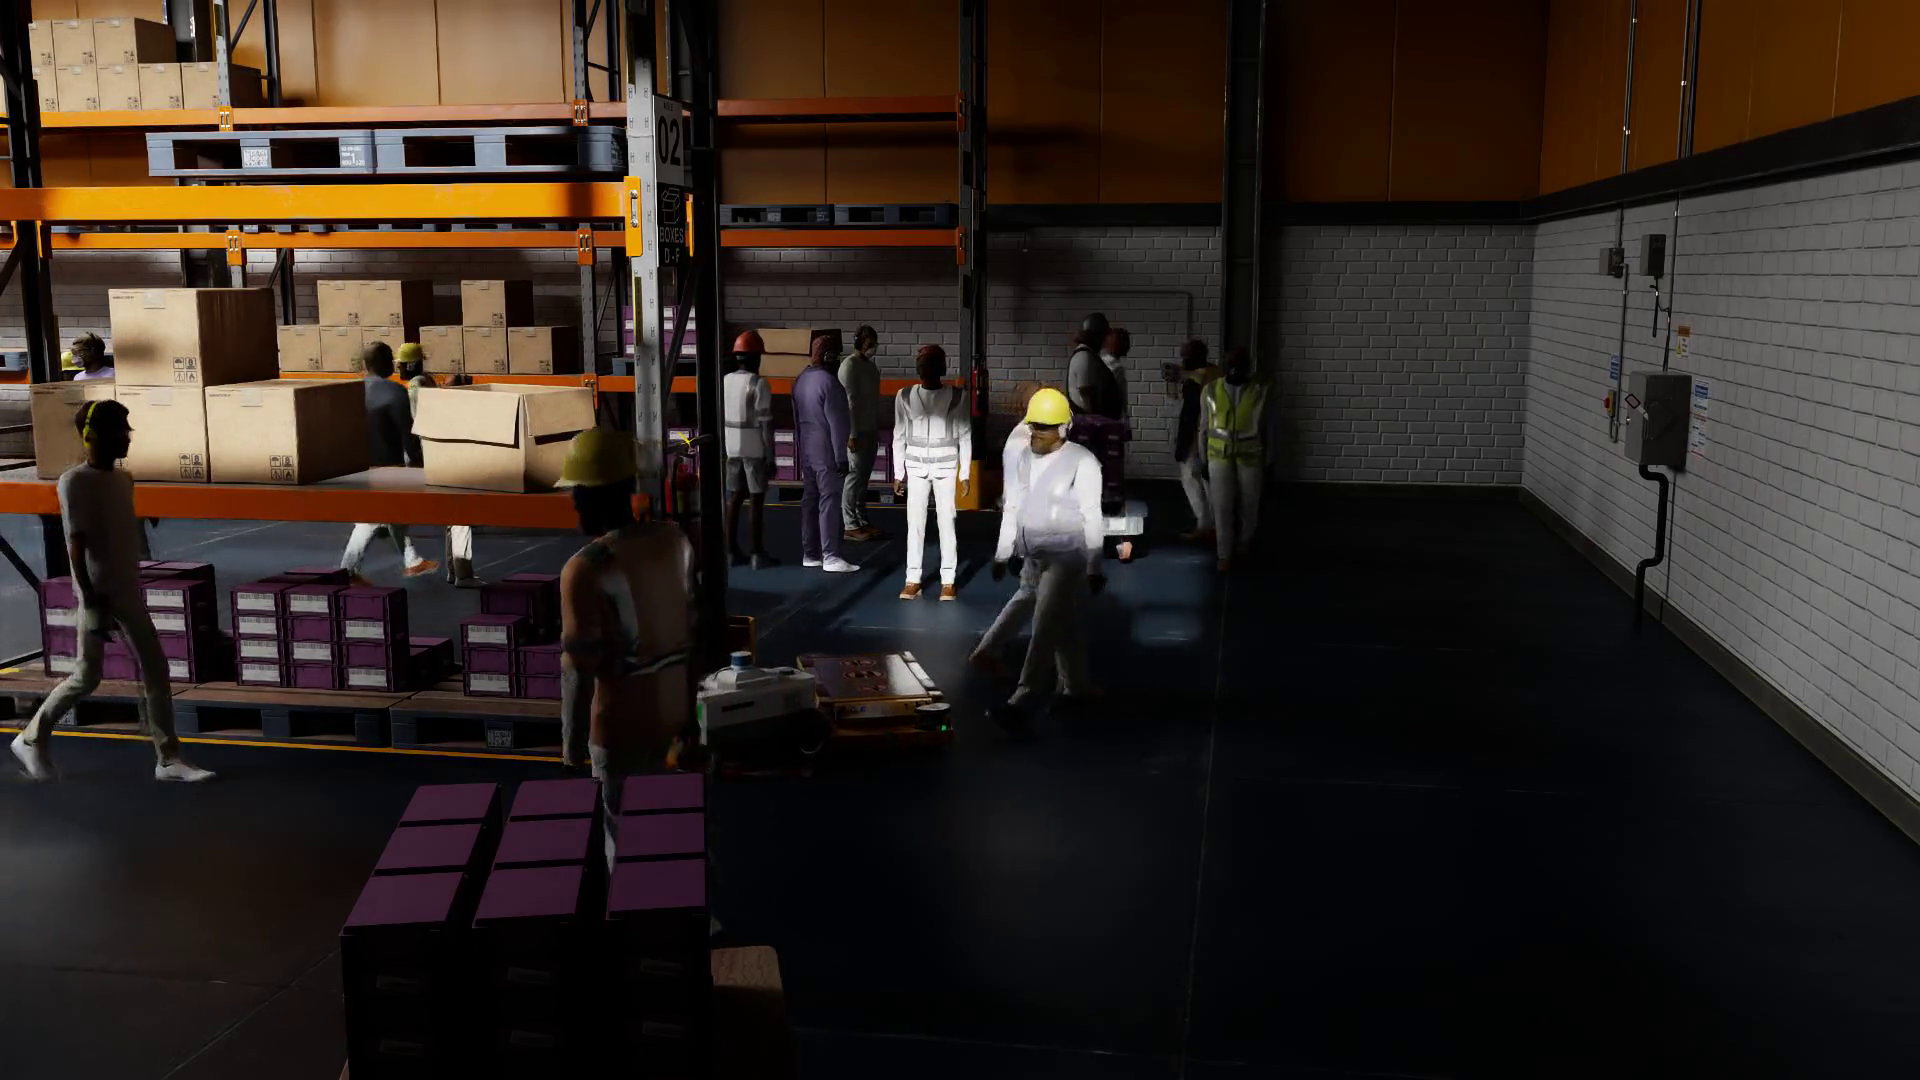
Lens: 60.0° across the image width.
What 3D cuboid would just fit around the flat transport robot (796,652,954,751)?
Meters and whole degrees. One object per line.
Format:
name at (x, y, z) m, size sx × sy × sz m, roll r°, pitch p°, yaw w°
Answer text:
flat transport robot at (-0.493, 0.836, 8.971) m, size 0.652 × 0.197 × 1.431 m, roll -2°, pitch 9°, yaw -12°

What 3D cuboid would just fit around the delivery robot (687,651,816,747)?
delivery robot at (-1.063, 0.787, 8.110) m, size 0.707 × 0.478 × 0.477 m, roll -7°, pitch 12°, yaw -38°

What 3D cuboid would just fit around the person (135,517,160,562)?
person at (-5.540, -0.213, 11.074) m, size 0.917 × 1.697 × 0.501 m, roll 1°, pitch 9°, yaw 7°

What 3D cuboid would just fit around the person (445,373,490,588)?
person at (-3.813, -0.451, 12.725) m, size 0.308 × 1.639 × 0.523 m, roll -5°, pitch 10°, yaw -28°

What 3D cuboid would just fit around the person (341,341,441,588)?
person at (-4.459, -0.578, 12.770) m, size 0.636 × 1.893 × 1.035 m, roll 7°, pitch 11°, yaw 36°

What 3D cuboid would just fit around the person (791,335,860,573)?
person at (-1.077, -0.691, 13.402) m, size 0.407 × 1.904 × 0.639 m, roll -7°, pitch 11°, yaw -36°

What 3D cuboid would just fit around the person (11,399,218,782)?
person at (-4.031, 0.254, 7.764) m, size 0.907 × 1.836 × 0.518 m, roll 2°, pitch 9°, yaw 11°

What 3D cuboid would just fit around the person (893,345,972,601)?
person at (-0.206, -0.487, 12.198) m, size 0.581 × 1.880 × 0.339 m, roll 2°, pitch 9°, yaw 10°

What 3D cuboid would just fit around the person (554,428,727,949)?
person at (-1.071, 0.583, 5.455) m, size 0.462 × 1.911 × 0.622 m, roll 5°, pitch 10°, yaw 27°

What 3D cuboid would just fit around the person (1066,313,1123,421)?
person at (1.273, -1.142, 15.772) m, size 0.536 × 2.000 × 0.688 m, roll 1°, pitch 9°, yaw 3°

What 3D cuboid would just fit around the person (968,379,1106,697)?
person at (0.428, -0.020, 9.547) m, size 0.849 × 1.811 × 0.627 m, roll 2°, pitch 9°, yaw 15°

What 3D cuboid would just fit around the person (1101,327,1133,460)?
person at (1.508, -1.161, 16.426) m, size 0.398 × 1.868 × 0.602 m, roll -2°, pitch 9°, yaw -10°

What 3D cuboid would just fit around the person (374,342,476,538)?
person at (-4.892, -0.902, 15.104) m, size 0.946 × 1.786 × 0.603 m, roll 0°, pitch 9°, yaw -2°

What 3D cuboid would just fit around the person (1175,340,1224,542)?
person at (2.165, -0.884, 14.920) m, size 0.444 × 1.811 × 0.699 m, roll 6°, pitch 11°, yaw 33°

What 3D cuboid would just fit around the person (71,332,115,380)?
person at (-6.818, -0.674, 13.180) m, size 0.636 × 1.939 × 0.364 m, roll 6°, pitch 11°, yaw 33°

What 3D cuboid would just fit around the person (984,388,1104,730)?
person at (0.394, 0.099, 8.824) m, size 0.855 × 1.792 × 0.630 m, roll -6°, pitch 11°, yaw -34°

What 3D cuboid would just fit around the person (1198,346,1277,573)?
person at (2.261, -0.672, 13.563) m, size 0.631 × 1.819 × 0.729 m, roll 2°, pitch 9°, yaw 13°

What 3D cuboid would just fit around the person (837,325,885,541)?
person at (-0.885, -0.965, 15.005) m, size 0.370 × 1.934 × 0.627 m, roll 3°, pitch 10°, yaw 18°

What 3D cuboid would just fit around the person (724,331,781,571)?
person at (-1.705, -0.724, 13.499) m, size 0.552 × 1.933 × 0.377 m, roll 7°, pitch 11°, yaw 35°

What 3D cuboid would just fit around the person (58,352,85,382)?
person at (-7.165, -0.637, 13.478) m, size 0.304 × 1.772 × 0.526 m, roll 7°, pitch 12°, yaw 38°
